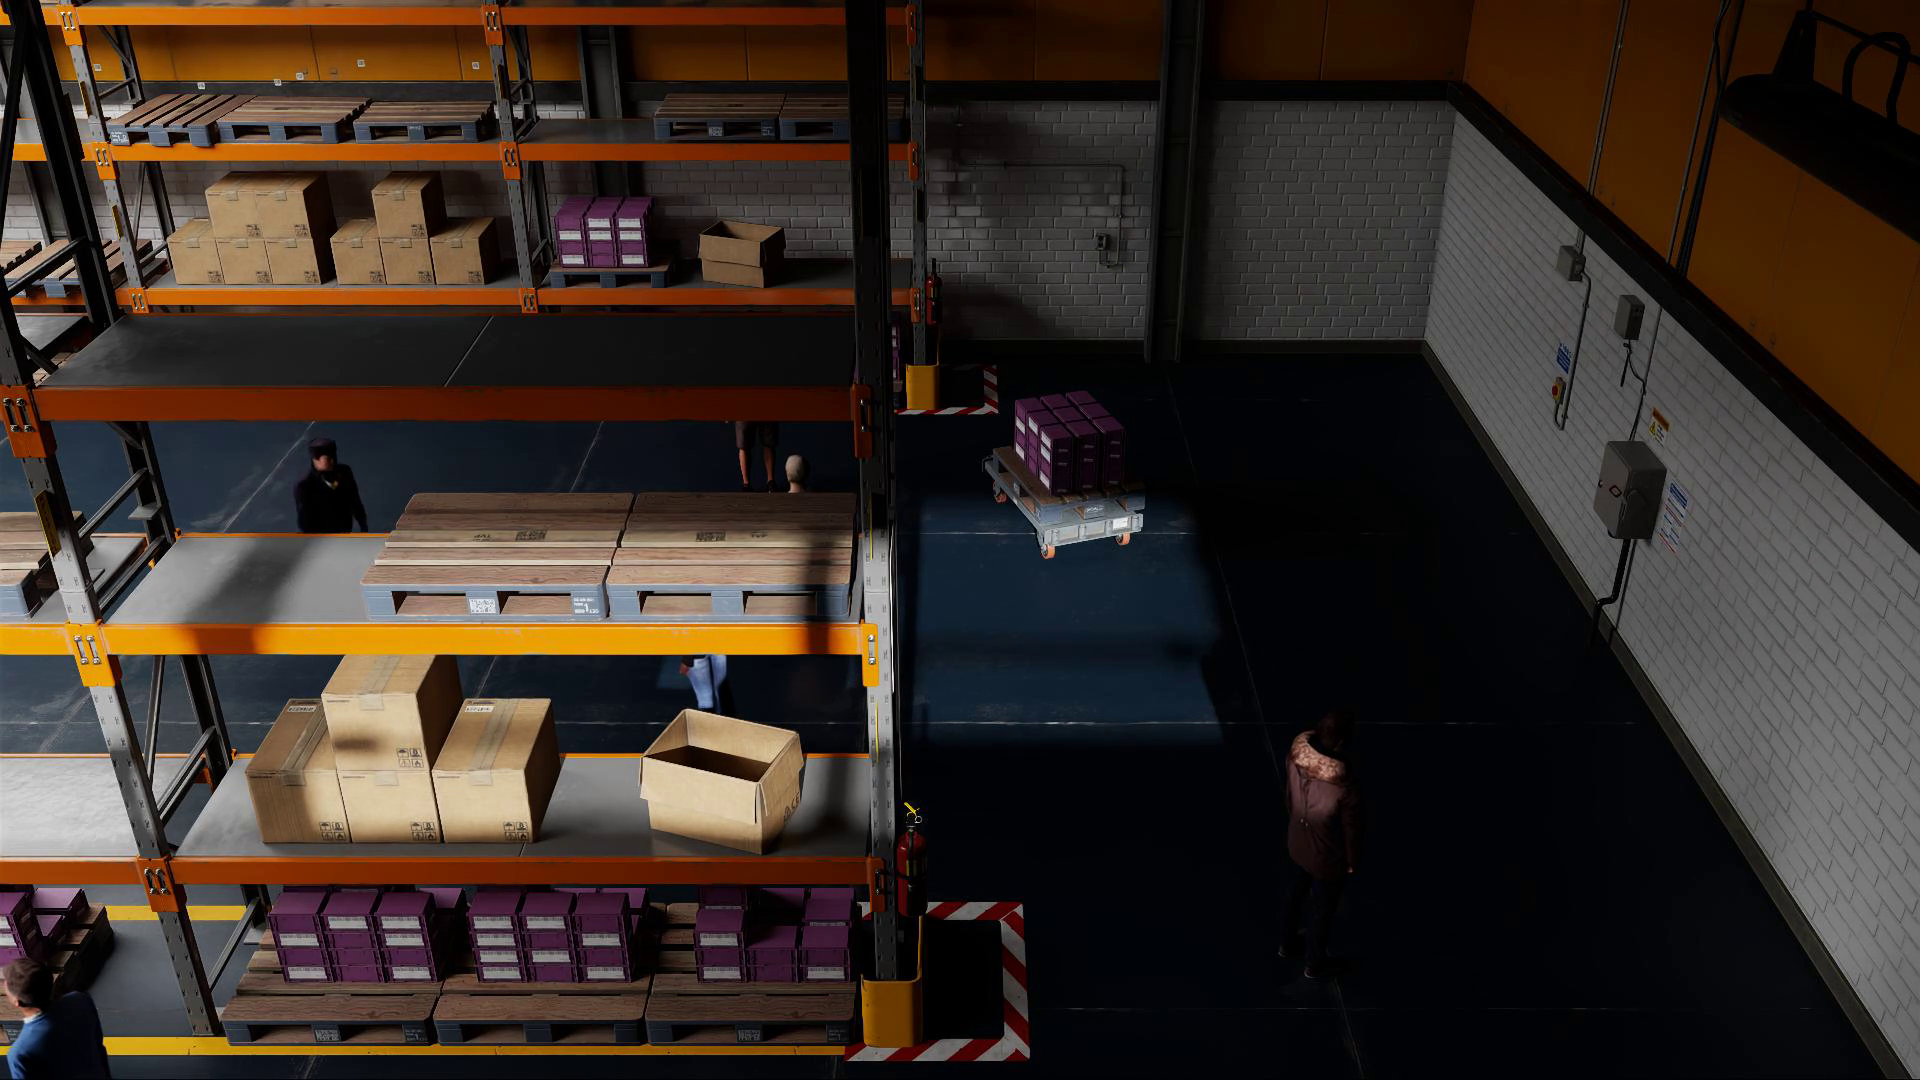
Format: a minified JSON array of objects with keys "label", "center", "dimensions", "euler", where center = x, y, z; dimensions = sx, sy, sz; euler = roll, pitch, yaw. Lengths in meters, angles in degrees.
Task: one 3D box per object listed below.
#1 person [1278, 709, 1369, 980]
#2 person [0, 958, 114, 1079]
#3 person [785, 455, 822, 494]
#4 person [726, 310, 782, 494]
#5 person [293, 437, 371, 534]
[{"label":"person","center":[2.132,1.776,9.826],"dimensions":[0.884,1.847,0.877],"euler":[-16,33,-27]},{"label":"person","center":[-4.310,2.738,8.091],"dimensions":[0.669,1.820,0.709],"euler":[8,30,14]},{"label":"person","center":[-1.221,0.110,13.044],"dimensions":[0.687,1.690,0.759],"euler":[-21,35,-34]},{"label":"person","center":[-1.880,-1.251,15.361],"dimensions":[0.571,1.861,0.786],"euler":[-5,29,-9]},{"label":"person","center":[-5.106,-0.073,13.412],"dimensions":[0.871,1.660,0.843],"euler":[19,34,31]}]
